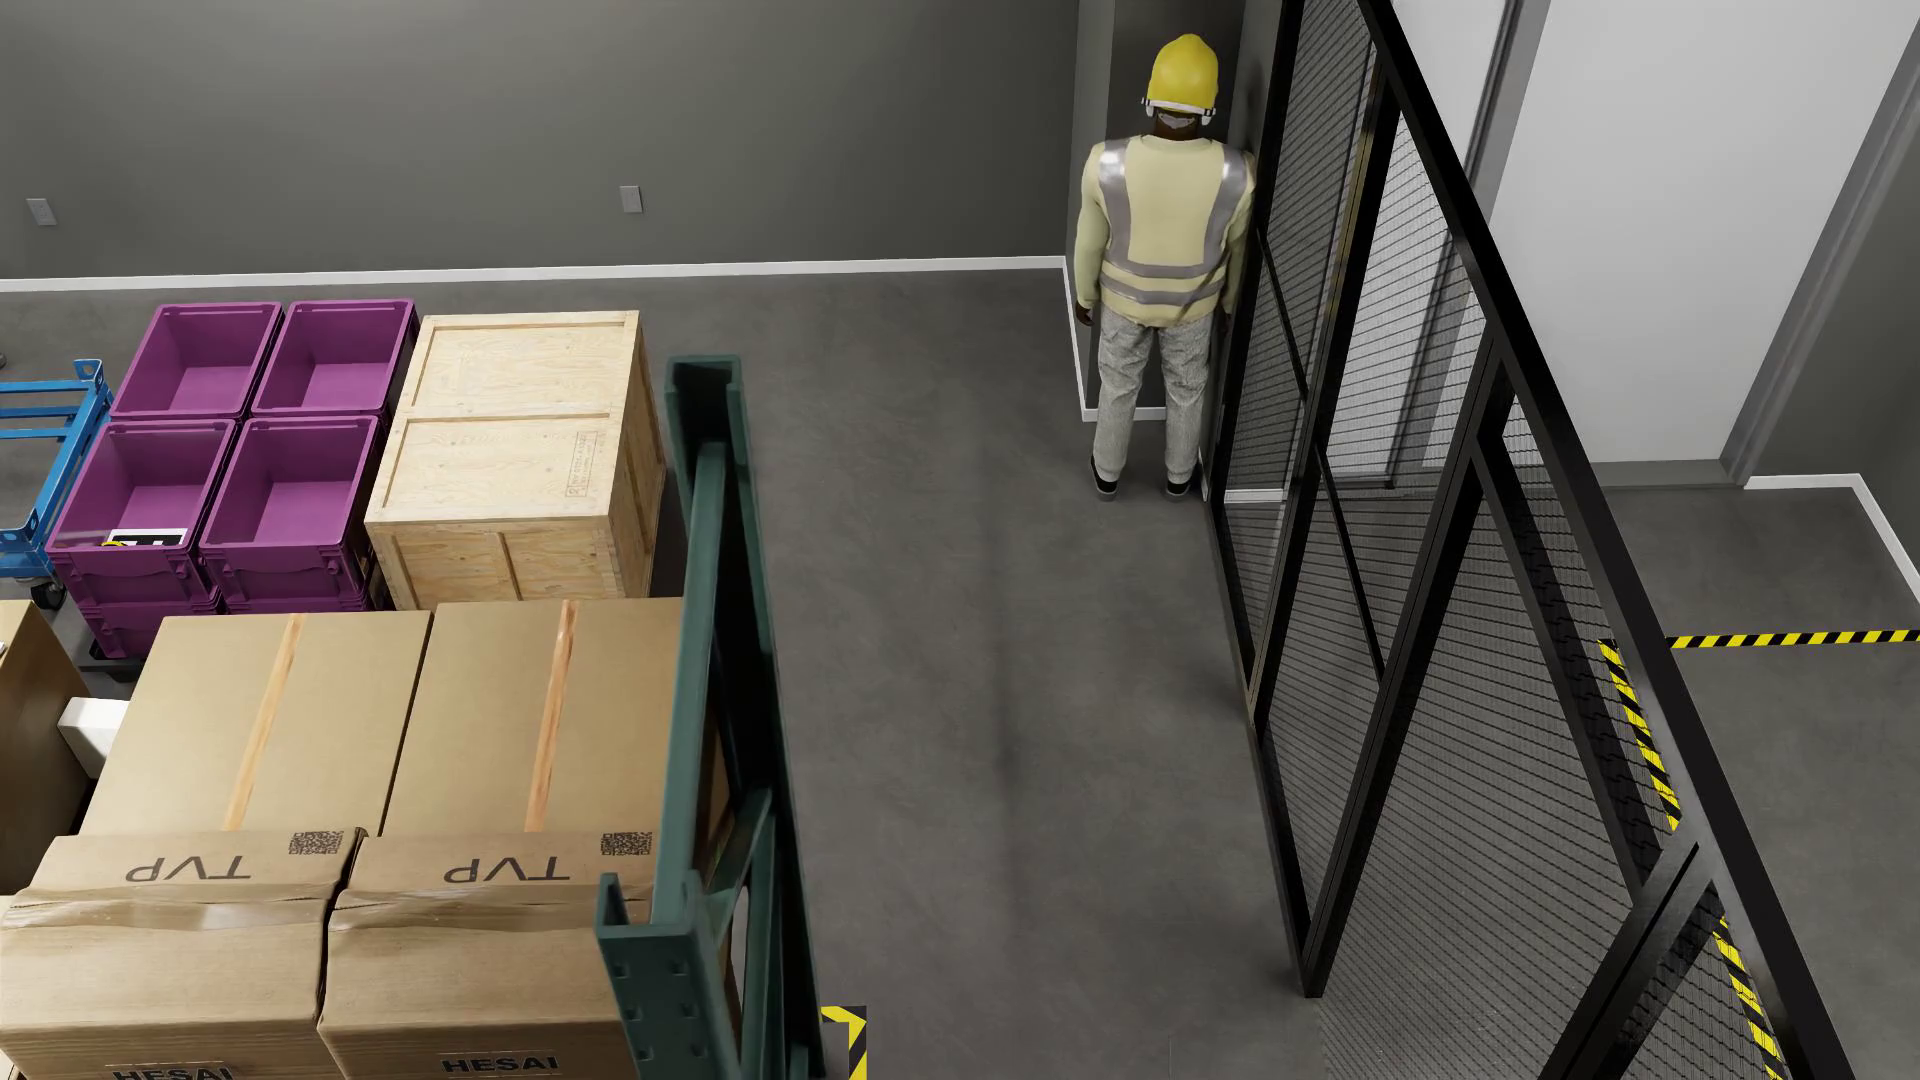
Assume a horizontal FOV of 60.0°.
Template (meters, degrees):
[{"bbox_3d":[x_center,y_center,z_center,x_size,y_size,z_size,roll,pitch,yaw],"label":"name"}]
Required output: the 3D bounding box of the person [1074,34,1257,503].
[{"bbox_3d":[0.682,-0.860,5.650,0.600,1.831,0.404,3,46,3],"label":"person"}]

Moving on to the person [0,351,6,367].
[{"bbox_3d":[-4.027,-1.269,5.968,0.356,1.938,0.638,-3,46,-3],"label":"person"}]
